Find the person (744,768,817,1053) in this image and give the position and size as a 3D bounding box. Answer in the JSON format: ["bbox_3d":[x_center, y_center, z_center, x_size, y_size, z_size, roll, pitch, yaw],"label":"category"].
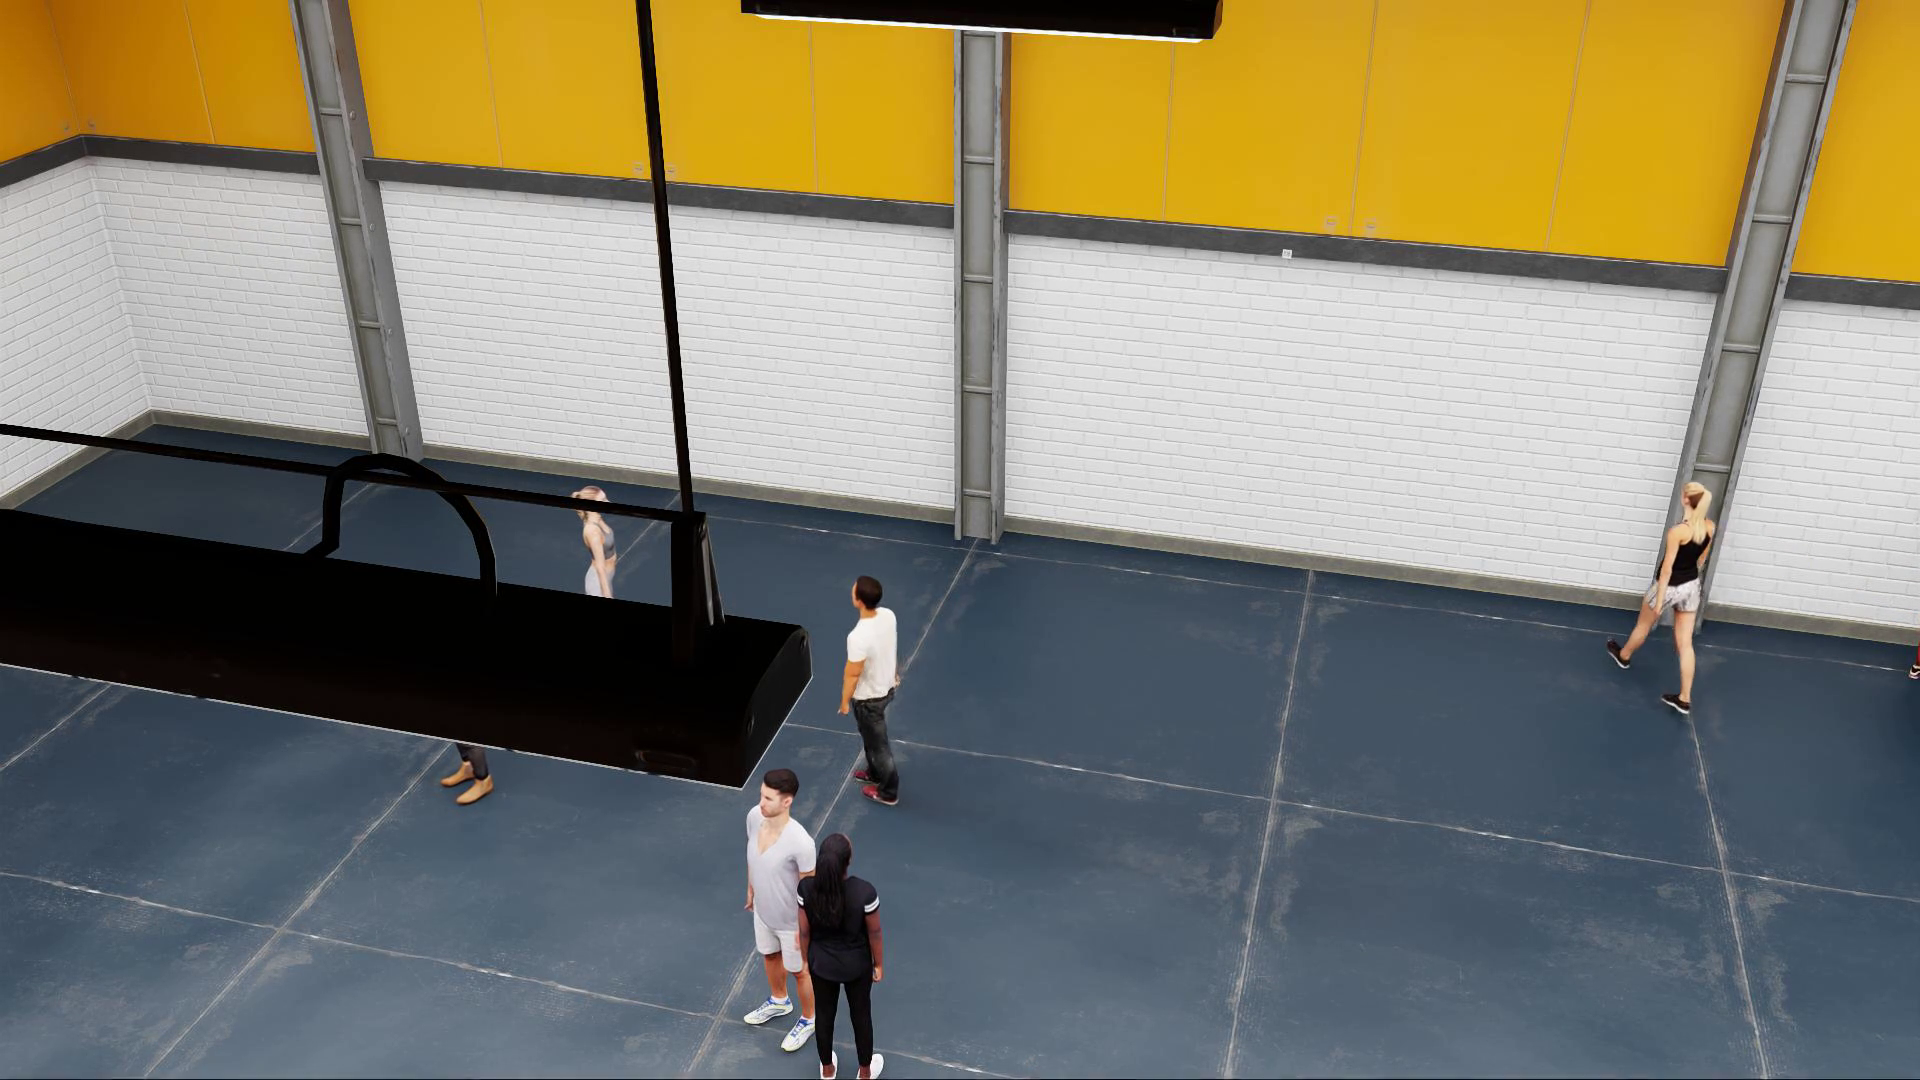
[{"bbox_3d":[-1.004,2.072,9.471,0.690,1.856,0.824,24,37,37],"label":"person"}]

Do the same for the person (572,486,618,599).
[{"bbox_3d":[-2.760,0.350,12.790,0.653,1.703,0.640,-6,29,-12],"label":"person"}]

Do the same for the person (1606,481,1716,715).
[{"bbox_3d":[5.455,0.440,12.535,1.218,1.788,1.107,-8,30,-14],"label":"person"}]

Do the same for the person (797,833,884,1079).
[{"bbox_3d":[-0.658,2.318,9.153,0.526,1.729,0.698,4,29,7],"label":"person"}]

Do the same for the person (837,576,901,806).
[{"bbox_3d":[-0.519,1.059,11.403,0.719,1.796,0.729,13,31,23],"label":"person"}]
